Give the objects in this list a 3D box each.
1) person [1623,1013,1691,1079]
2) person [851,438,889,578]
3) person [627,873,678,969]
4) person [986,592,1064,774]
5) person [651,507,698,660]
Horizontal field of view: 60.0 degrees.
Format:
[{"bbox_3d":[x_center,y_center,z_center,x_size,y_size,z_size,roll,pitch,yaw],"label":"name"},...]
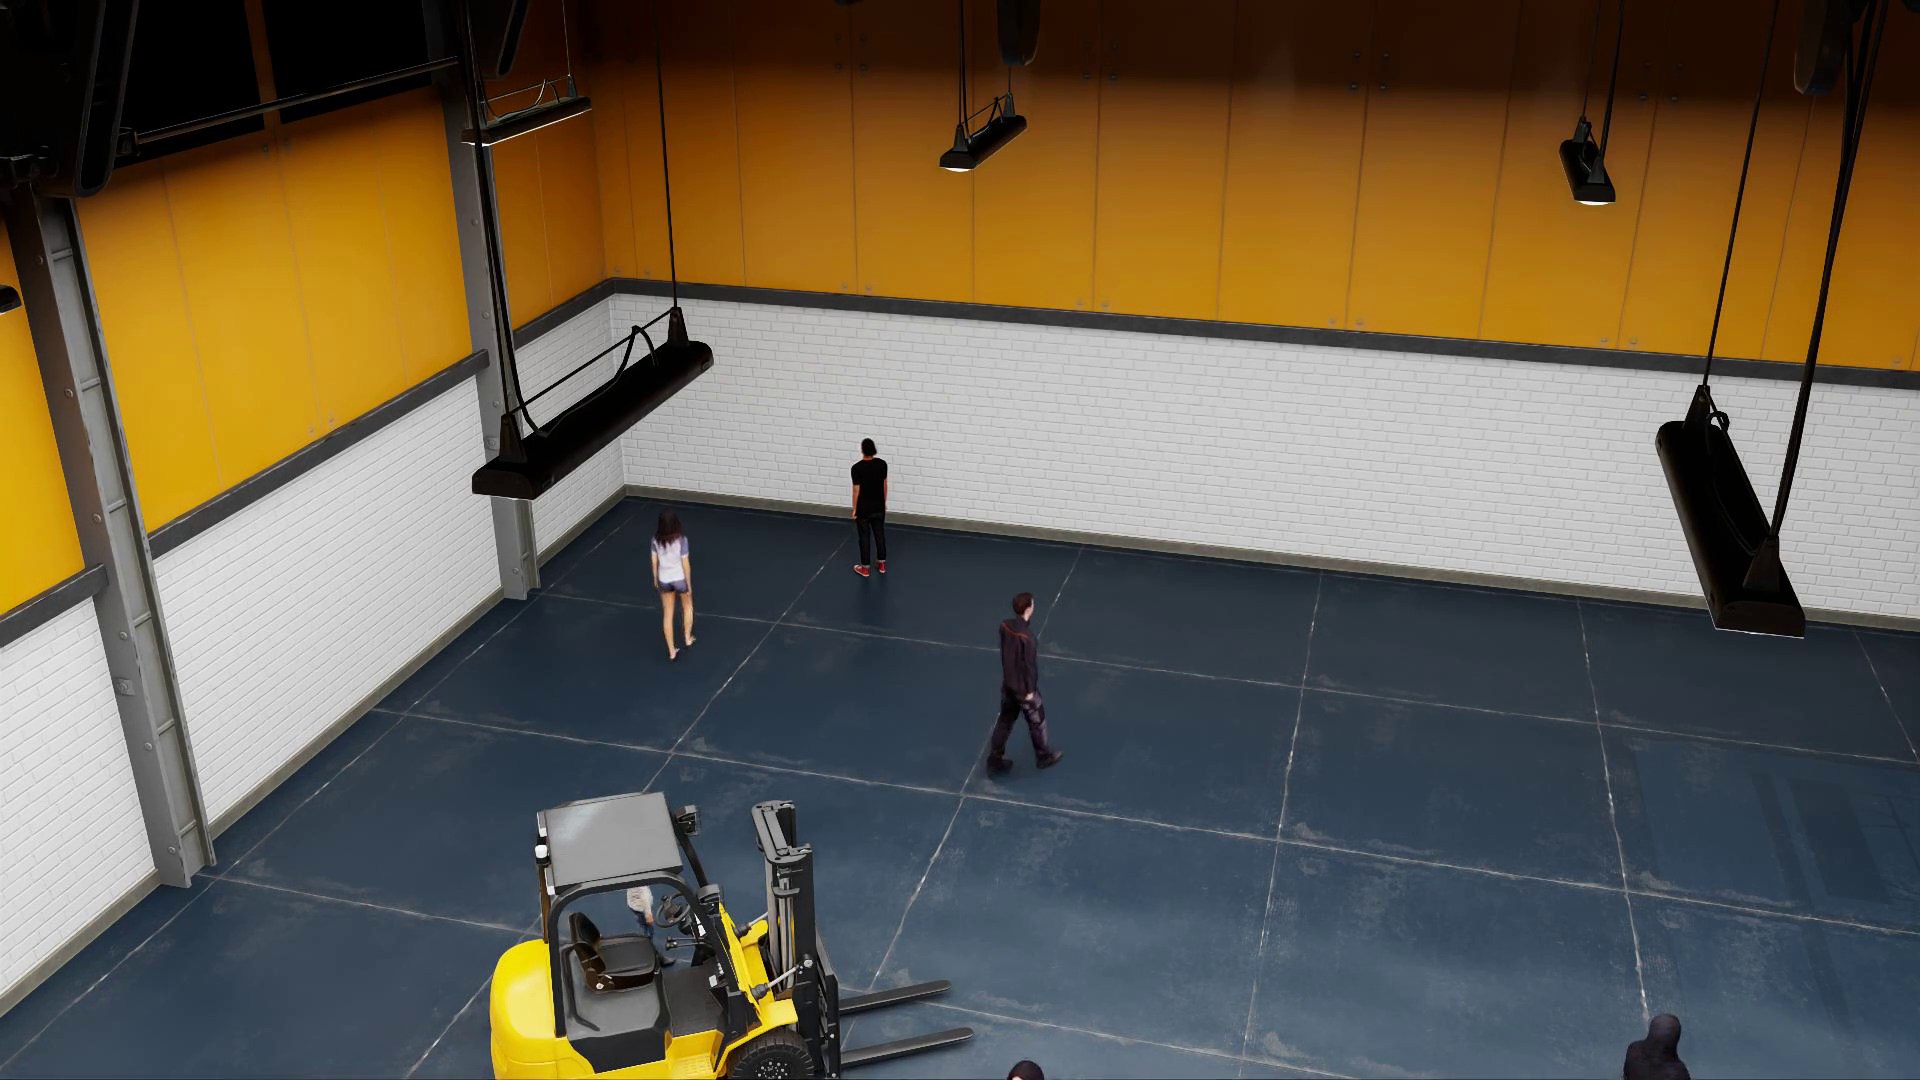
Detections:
[{"bbox_3d":[4.415,3.775,10.794,0.896,1.608,0.806,-20,31,-39],"label":"person"},{"bbox_3d":[-1.092,-0.413,20.187,0.727,1.758,0.782,-12,26,-26],"label":"person"},{"bbox_3d":[-2.592,2.915,13.145,0.859,1.301,0.826,-12,26,-25],"label":"person"},{"bbox_3d":[0.519,1.403,15.873,1.176,1.886,1.063,-17,29,-34],"label":"person"},{"bbox_3d":[-3.153,0.498,18.163,0.667,1.711,0.804,3,24,6],"label":"person"}]
